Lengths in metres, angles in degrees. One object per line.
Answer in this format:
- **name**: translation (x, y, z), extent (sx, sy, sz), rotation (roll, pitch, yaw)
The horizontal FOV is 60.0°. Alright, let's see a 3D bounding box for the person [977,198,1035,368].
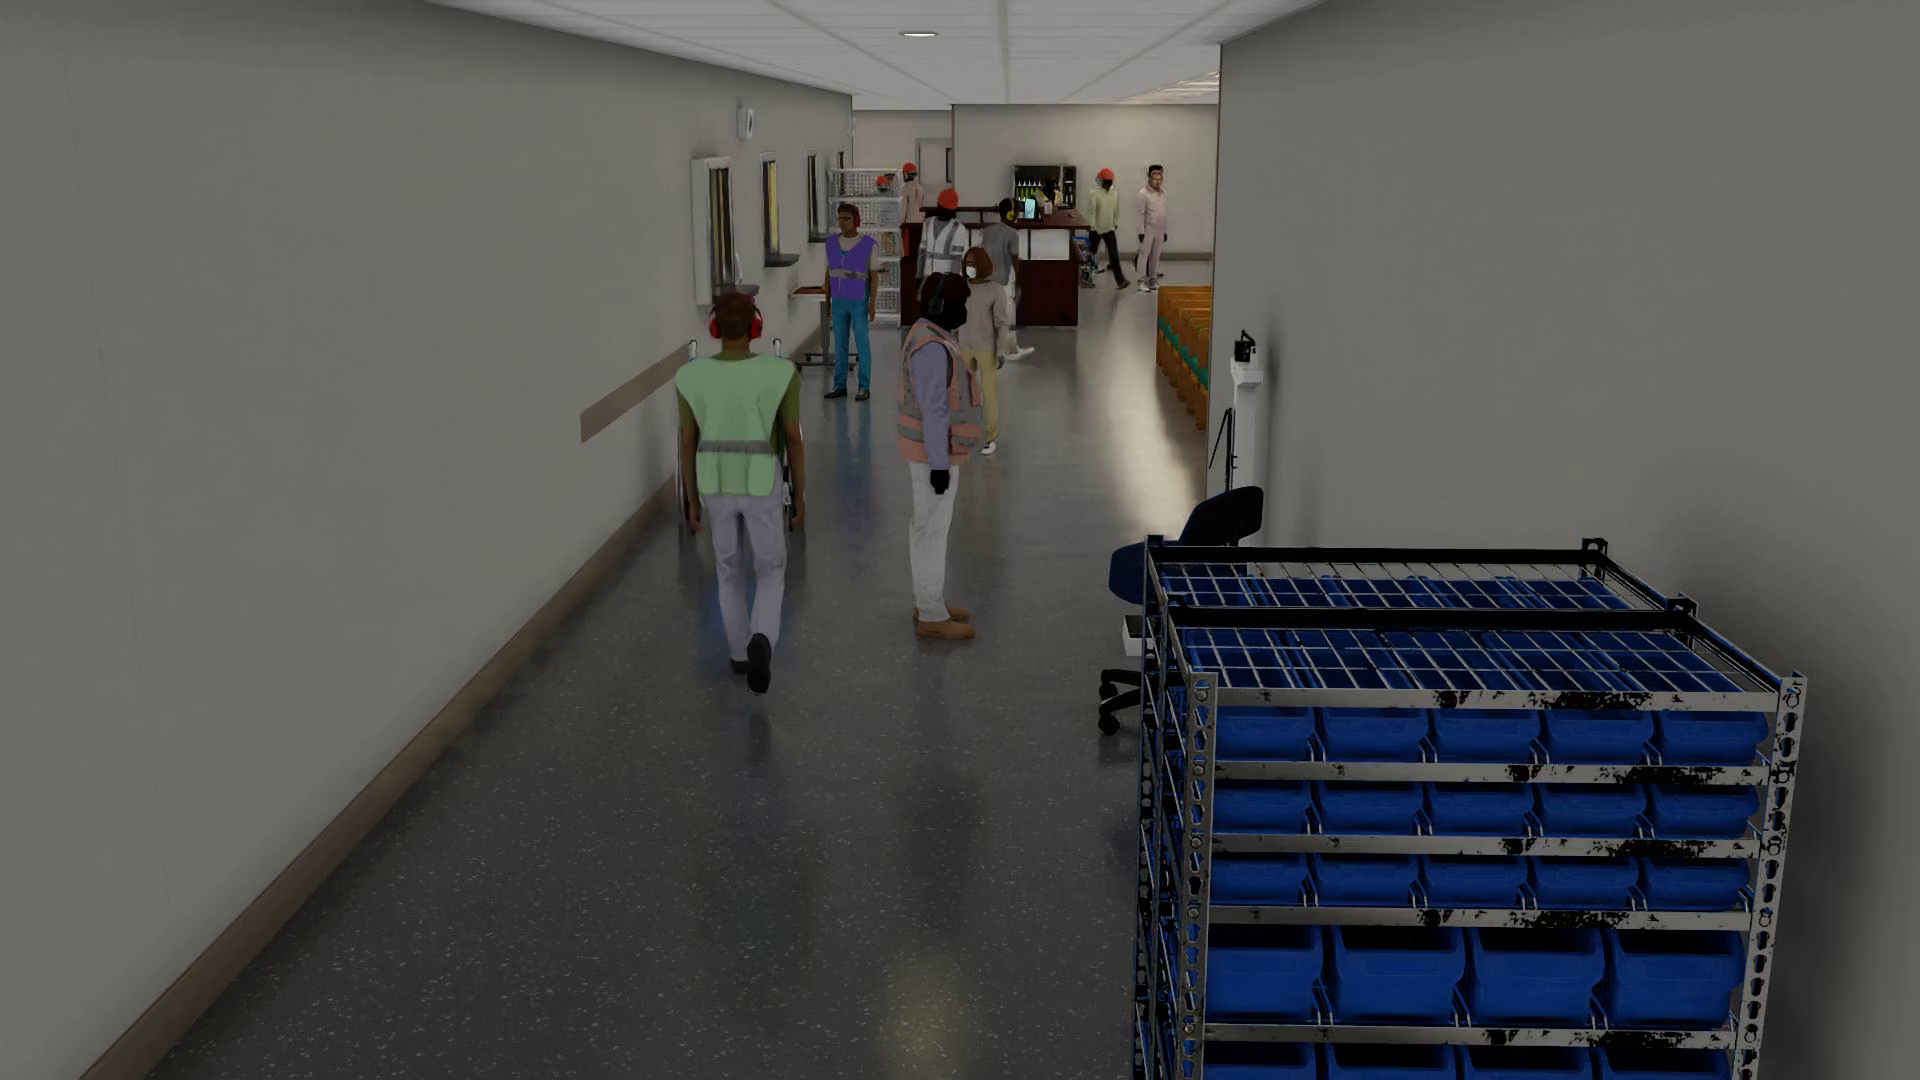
- **person**: translation (0.409, -2.776, 17.990), extent (1.008, 1.796, 0.588), rotation (-13, 19, -42)

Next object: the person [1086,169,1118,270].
- **person**: translation (2.593, -5.850, 30.405), extent (0.600, 1.827, 0.403), rotation (-2, 14, -8)

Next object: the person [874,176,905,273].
- **person**: translation (-1.262, -5.652, 29.796), extent (0.565, 1.727, 0.583), rotation (-2, 14, -8)

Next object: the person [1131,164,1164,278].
- **person**: translation (3.295, -5.513, 28.777), extent (0.485, 1.953, 0.602), rotation (2, 14, 7)

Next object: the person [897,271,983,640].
- **person**: translation (-0.101, -0.429, 8.393), extent (0.430, 1.838, 0.624), rotation (0, 14, -1)

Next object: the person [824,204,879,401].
- **person**: translation (-1.028, -2.252, 15.771), extent (0.564, 1.846, 0.390), rotation (6, 15, 24)

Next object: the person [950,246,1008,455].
- **person**: translation (0.133, -1.485, 13.092), extent (0.499, 1.634, 0.285), rotation (8, 16, 29)

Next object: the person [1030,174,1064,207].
- **person**: translation (1.417, -4.976, 26.859), extent (0.626, 1.837, 0.429), rotation (-7, 15, -26)

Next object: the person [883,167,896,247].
- **person**: translation (-1.473, -7.066, 35.488), extent (0.336, 1.759, 0.523), rotation (7, 16, 27)

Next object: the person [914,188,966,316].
- **person**: translation (-0.212, -2.901, 18.298), extent (0.618, 1.907, 0.508), rotation (10, 17, 34)

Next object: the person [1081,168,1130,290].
- **person**: translation (2.308, -5.003, 26.769), extent (0.647, 1.925, 1.078), rotation (-9, 16, -32)

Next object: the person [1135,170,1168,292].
- **person**: translation (3.078, -4.912, 26.456), extent (0.643, 1.901, 0.400), rotation (-11, 18, -38)

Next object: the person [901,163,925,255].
- **person**: translation (-0.824, -5.226, 27.530), extent (0.381, 1.994, 0.617), rotation (10, 17, 35)

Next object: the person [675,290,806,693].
- **person**: translation (-0.992, -0.204, 7.530), extent (0.571, 1.821, 0.737), rotation (0, 14, 1)
